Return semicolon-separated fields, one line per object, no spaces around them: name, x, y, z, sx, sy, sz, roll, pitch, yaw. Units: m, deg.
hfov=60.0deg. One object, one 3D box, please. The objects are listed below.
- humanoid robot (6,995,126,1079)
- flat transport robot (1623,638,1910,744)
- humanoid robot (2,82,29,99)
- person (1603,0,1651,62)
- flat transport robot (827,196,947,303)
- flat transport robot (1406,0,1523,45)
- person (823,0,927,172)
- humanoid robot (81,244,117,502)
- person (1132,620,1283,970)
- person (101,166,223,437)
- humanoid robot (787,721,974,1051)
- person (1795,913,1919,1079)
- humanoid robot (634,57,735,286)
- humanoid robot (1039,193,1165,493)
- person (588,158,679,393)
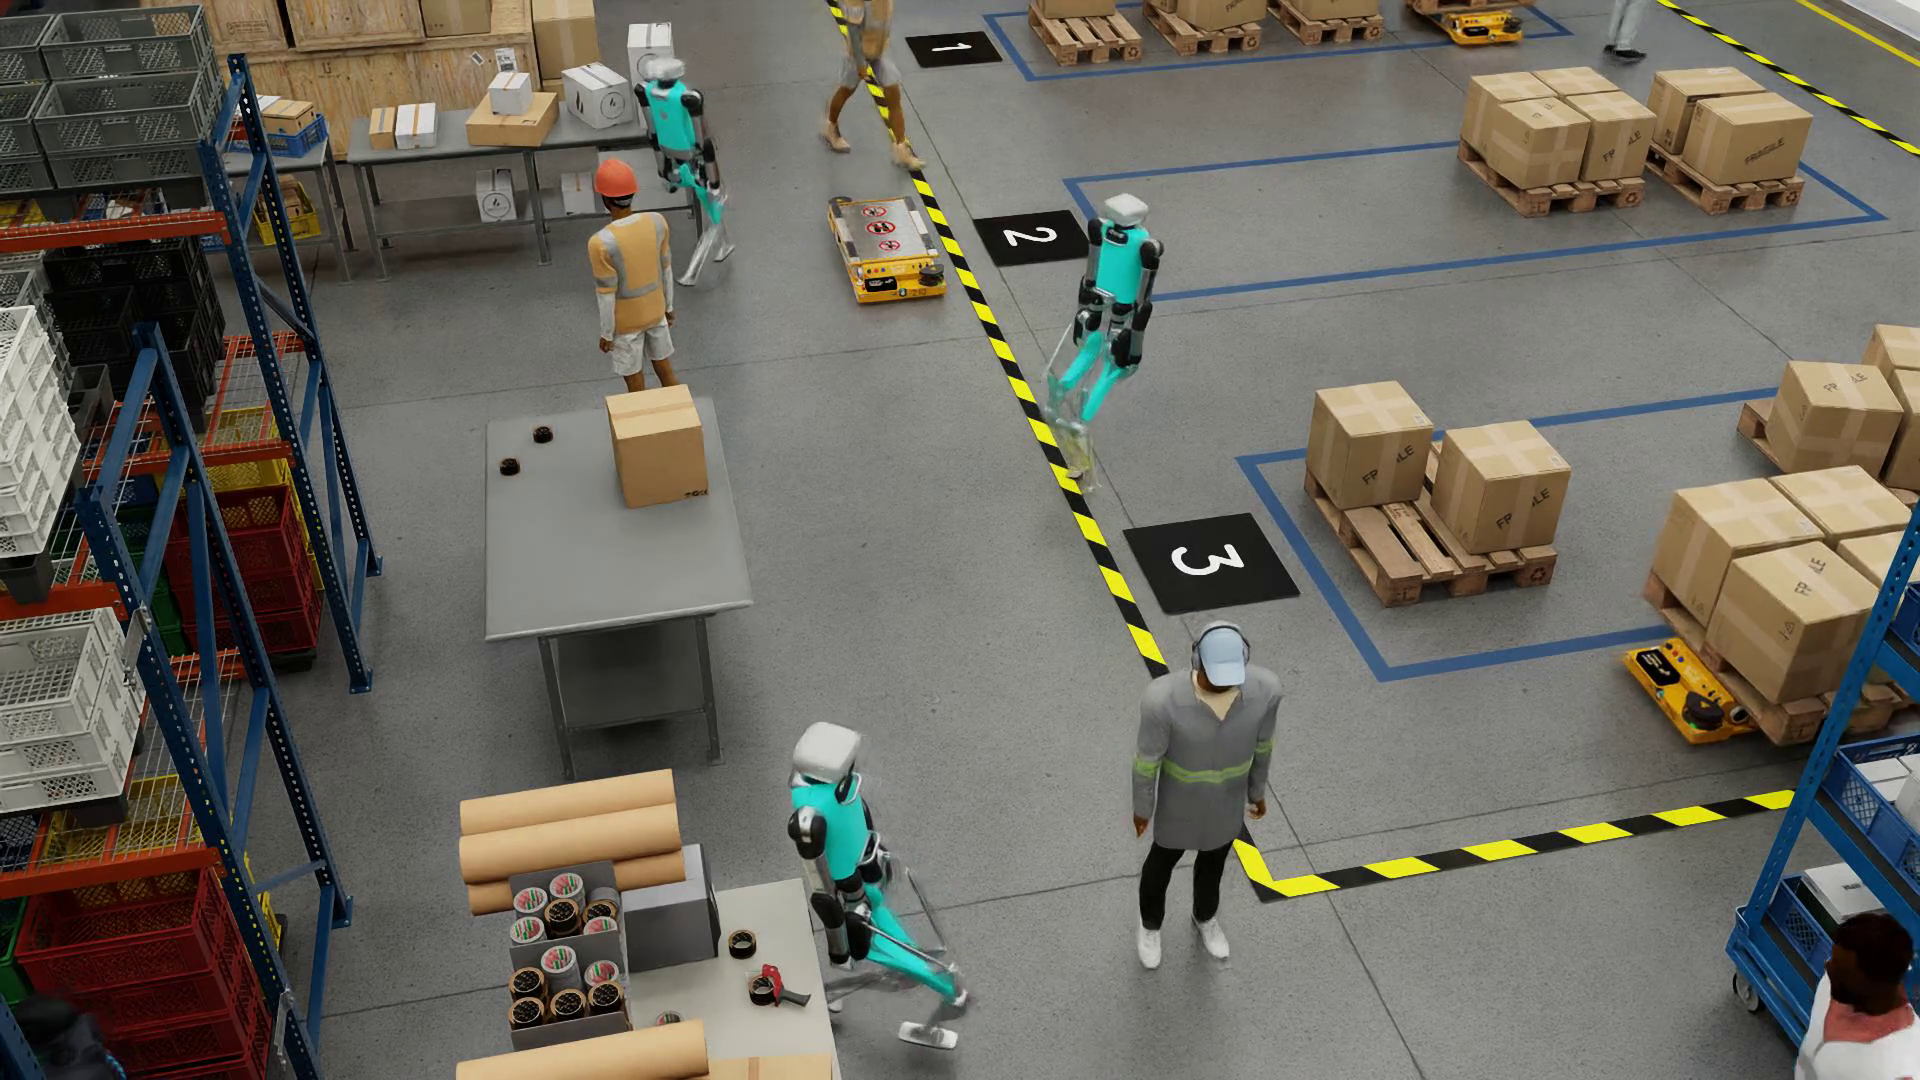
humanoid robot;-2.803;2.097;5.556;0.323;1.651;0.601;-9;38;-12
flat transport robot;4.279;0.666;8.635;1.431;0.197;0.652;-8;37;-10
humanoid robot;-7.278;-3.497;12.910;0.735;1.677;0.533;-18;40;-23
person;6.382;-5.447;15.604;0.408;1.795;0.653;-8;37;-11
flat transport robot;-0.570;-2.220;12.538;0.659;0.231;1.431;-8;37;-10
flat transport robot;5.021;-5.334;16.699;0.652;0.197;1.431;-8;37;-10
person;-0.748;-4.036;13.553;1.098;1.981;0.630;27;45;32
humanoid robot;-4.993;-0.781;9.471;0.771;1.901;0.575;-9;38;-11
person;0.995;1.056;6.808;0.596;1.850;0.395;-6;37;-8
person;-4.942;-1.475;10.229;0.506;1.836;0.332;28;45;32
humanoid robot;-0.266;1.423;6.396;0.969;1.727;0.538;7;37;9
person;2.848;1.969;5.581;1.039;1.844;0.607;-3;37;-4
humanoid robot;-1.864;-2.676;11.914;0.539;1.717;1.012;18;40;23
humanoid robot;0.751;-1.101;9.829;0.810;1.795;0.535;-28;45;-32
person;-1.962;-1.363;9.989;0.372;1.934;0.550;29;46;33
